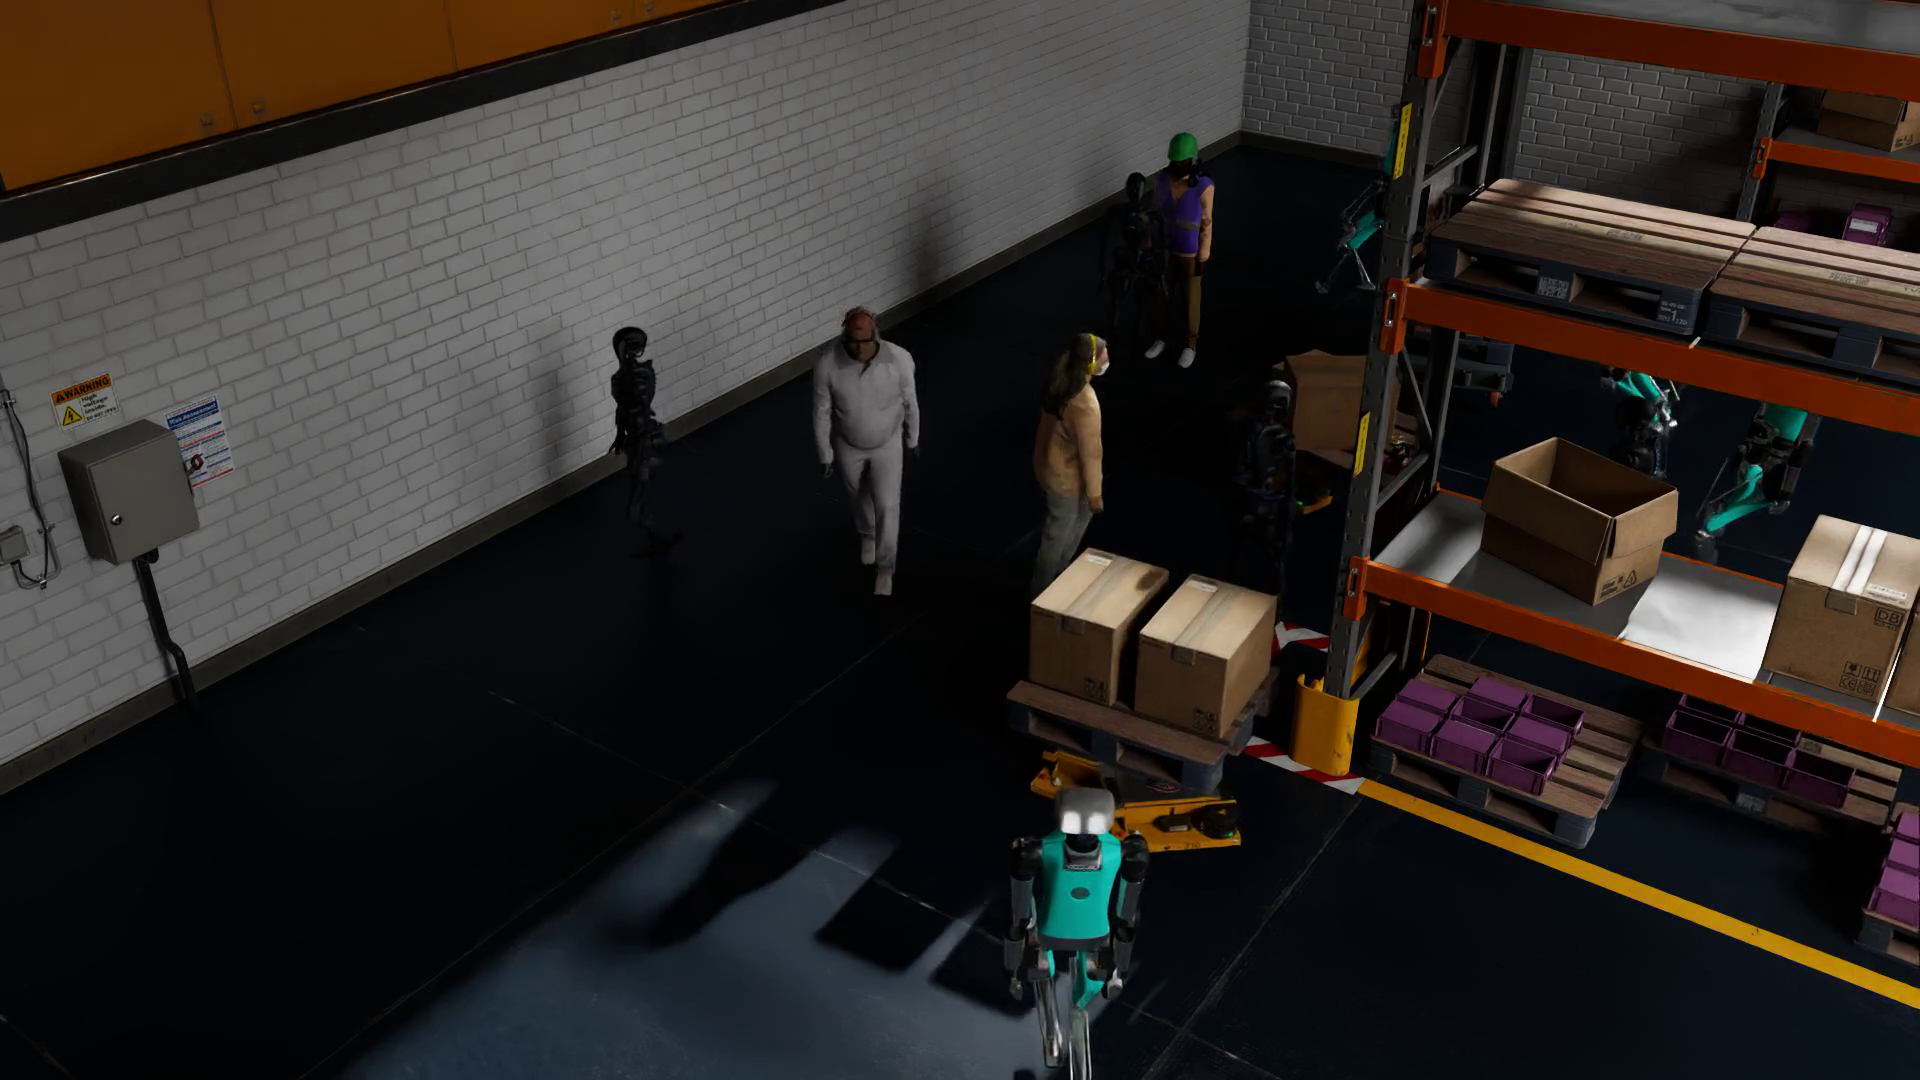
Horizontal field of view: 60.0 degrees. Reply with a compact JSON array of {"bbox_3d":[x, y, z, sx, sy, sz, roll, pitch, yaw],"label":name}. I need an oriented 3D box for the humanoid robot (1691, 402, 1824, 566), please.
[{"bbox_3d":[4.773,-0.328,10.244,0.791,1.883,0.565,-4,30,-8],"label":"humanoid robot"}]

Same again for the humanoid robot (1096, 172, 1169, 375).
[{"bbox_3d":[1.381,-2.113,13.304,0.599,1.663,0.350,7,31,12],"label":"humanoid robot"}]

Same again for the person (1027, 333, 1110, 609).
[{"bbox_3d":[0.678,-0.404,10.162,0.590,1.844,0.568,-8,31,-14],"label":"person"}]

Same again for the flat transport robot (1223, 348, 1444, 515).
[{"bbox_3d":[2.710,-0.583,12.052,1.431,0.231,0.659,-23,37,-34],"label":"flat transport robot"}]

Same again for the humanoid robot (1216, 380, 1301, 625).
[{"bbox_3d":[1.787,-0.172,9.994,0.695,1.658,0.590,-17,34,-26],"label":"humanoid robot"}]

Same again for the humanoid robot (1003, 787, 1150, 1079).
[{"bbox_3d":[0.432,1.615,6.767,0.547,1.738,0.995,-1,30,-1],"label":"humanoid robot"}]

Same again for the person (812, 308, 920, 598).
[{"bbox_3d":[-0.591,-0.552,10.409,0.665,1.858,0.953,2,30,3],"label":"person"}]

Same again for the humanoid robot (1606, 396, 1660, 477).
[{"bbox_3d":[3.905,-0.084,9.798,0.702,1.626,0.603,16,34,26],"label":"humanoid robot"}]

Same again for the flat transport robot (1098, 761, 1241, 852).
[{"bbox_3d":[1.027,1.163,9.022,0.659,0.231,1.431,-3,30,-6],"label":"flat transport robot"}]

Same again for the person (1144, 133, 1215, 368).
[{"bbox_3d":[1.778,-2.364,13.490,0.540,1.922,0.435,17,34,26],"label":"person"}]

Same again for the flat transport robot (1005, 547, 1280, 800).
[{"bbox_3d":[1.008,1.052,9.215,0.659,0.231,1.431,16,34,26],"label":"flat transport robot"}]

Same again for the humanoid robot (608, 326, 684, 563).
[{"bbox_3d":[-2.052,-0.611,10.687,0.375,1.643,0.602,-13,32,-22],"label":"humanoid robot"}]

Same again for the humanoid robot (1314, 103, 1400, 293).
[{"bbox_3d":[3.556,-2.979,14.823,0.850,1.861,0.545,7,31,12],"label":"humanoid robot"}]

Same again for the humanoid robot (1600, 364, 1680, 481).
[{"bbox_3d":[4.843,-1.185,11.624,0.601,1.766,0.860,-21,36,-32],"label":"humanoid robot"}]
